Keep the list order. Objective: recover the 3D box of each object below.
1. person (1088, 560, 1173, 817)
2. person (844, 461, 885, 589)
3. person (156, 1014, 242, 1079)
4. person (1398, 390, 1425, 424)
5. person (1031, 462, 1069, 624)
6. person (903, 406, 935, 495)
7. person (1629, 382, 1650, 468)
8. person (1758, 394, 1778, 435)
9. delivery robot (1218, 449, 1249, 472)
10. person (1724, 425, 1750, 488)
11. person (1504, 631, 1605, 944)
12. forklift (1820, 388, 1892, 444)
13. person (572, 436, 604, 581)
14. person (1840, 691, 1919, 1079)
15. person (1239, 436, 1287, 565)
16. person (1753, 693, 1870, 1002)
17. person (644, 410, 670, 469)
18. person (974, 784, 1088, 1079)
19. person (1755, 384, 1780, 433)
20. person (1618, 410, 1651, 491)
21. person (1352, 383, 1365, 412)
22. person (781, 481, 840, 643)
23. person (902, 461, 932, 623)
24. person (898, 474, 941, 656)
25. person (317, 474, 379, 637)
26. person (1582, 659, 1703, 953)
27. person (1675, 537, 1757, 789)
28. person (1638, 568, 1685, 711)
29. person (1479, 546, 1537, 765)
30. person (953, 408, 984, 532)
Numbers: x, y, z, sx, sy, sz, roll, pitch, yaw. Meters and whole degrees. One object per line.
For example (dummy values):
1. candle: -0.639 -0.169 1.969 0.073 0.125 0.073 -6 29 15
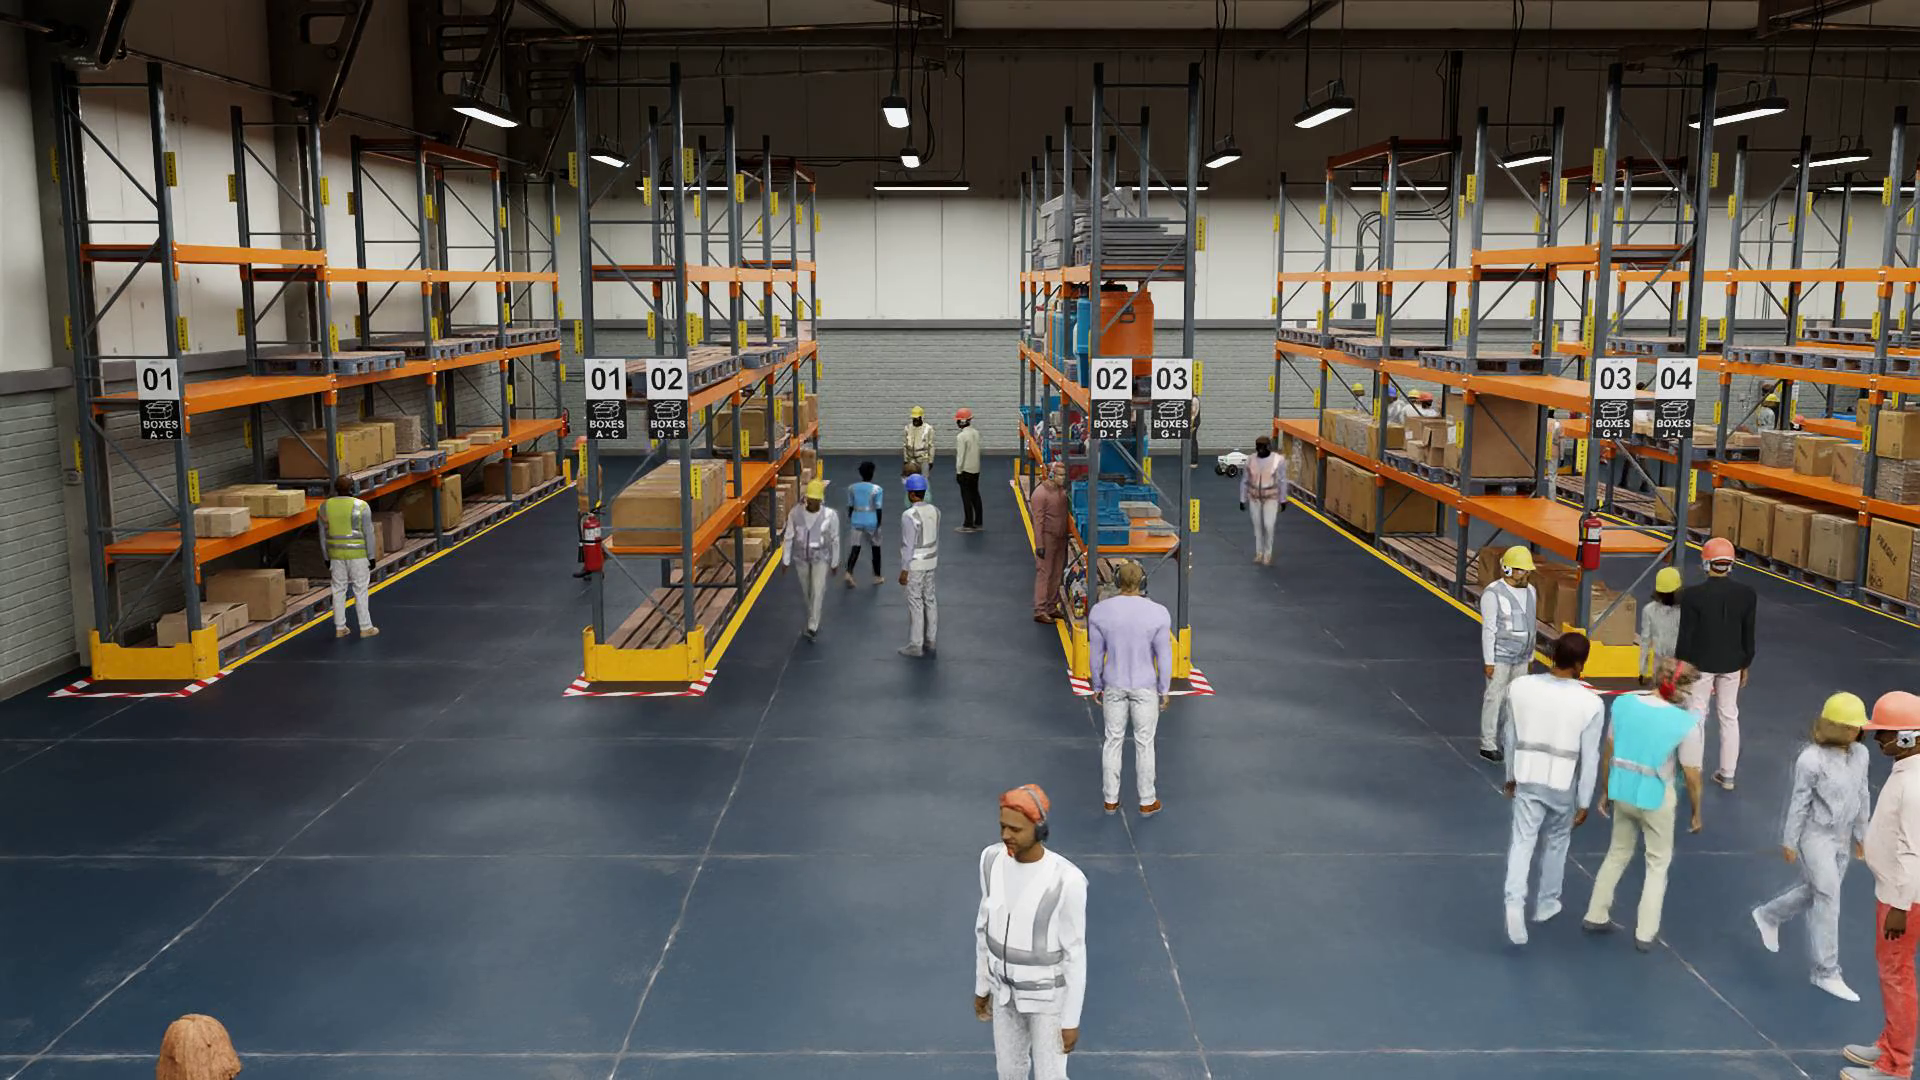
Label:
1. person: 1.269 1.101 12.389 0.631 1.940 0.372 3 9 17
2. person: -1.256 -0.201 21.633 0.534 1.661 0.805 4 10 22
3. person: -2.428 2.339 5.444 0.295 1.628 0.500 9 12 44
4. person: 9.077 -2.098 33.338 0.586 1.823 0.403 2 9 13
5. person: 1.089 0.024 19.479 0.401 1.894 0.652 6 11 34
6. person: -0.728 -1.419 28.982 0.596 1.825 0.404 4 10 24
7. person: 14.413 -2.430 35.386 0.530 1.856 0.346 6 11 36
8. person: 16.297 -2.088 33.571 0.317 1.733 0.490 0 9 1
9. delivery robot: 5.654 -1.621 34.034 0.707 0.478 0.477 -4 9 -23
10. person: 12.920 -1.104 27.580 0.517 1.623 0.362 1 9 3
11. person: 3.559 1.487 10.097 0.600 1.883 0.874 6 11 33
12. forklift: 20.072 -3.110 36.462 1.873 2.768 1.129 0 9 0
13. person: -4.973 -0.428 22.221 0.361 1.939 0.543 -7 11 -36
14. person: 4.641 1.728 8.247 0.411 1.979 0.626 4 10 25
15. person: 4.243 -0.554 23.426 0.656 1.814 0.703 4 10 26
16. person: 4.866 1.668 9.480 0.490 1.721 0.749 -4 10 -26
17. person: -5.966 -2.088 32.785 0.614 1.980 0.455 3 9 17
18. person: 0.293 1.952 7.120 0.581 1.879 0.345 8 12 43
19. person: 16.991 -2.367 35.047 0.429 1.837 0.626 -1 9 -3
20. person: 12.938 -1.884 31.776 0.562 1.898 0.988 0 9 -2
21. person: 8.829 -2.613 36.951 0.319 1.737 0.486 3 9 17
22. person: -1.663 0.236 18.450 0.596 1.767 0.974 2 9 10
23. person: -0.477 0.024 19.385 0.445 1.919 0.685 -2 9 -11
24. person: -0.447 0.264 17.743 0.394 1.945 0.618 6 10 32
25. person: -6.831 0.179 18.621 0.633 1.846 0.429 1 9 4
26. person: 4.057 1.571 9.849 0.438 1.803 0.630 -6 11 -34
27. person: 5.903 0.972 13.070 0.635 1.987 0.420 -1 9 -4
28. person: 5.710 1.059 13.383 0.553 1.700 0.506 -8 12 -41
29. person: 4.556 0.946 13.776 0.586 1.824 0.404 -5 10 -28
30. person: 0.098 -1.110 26.511 0.437 1.981 0.628 5 10 29
